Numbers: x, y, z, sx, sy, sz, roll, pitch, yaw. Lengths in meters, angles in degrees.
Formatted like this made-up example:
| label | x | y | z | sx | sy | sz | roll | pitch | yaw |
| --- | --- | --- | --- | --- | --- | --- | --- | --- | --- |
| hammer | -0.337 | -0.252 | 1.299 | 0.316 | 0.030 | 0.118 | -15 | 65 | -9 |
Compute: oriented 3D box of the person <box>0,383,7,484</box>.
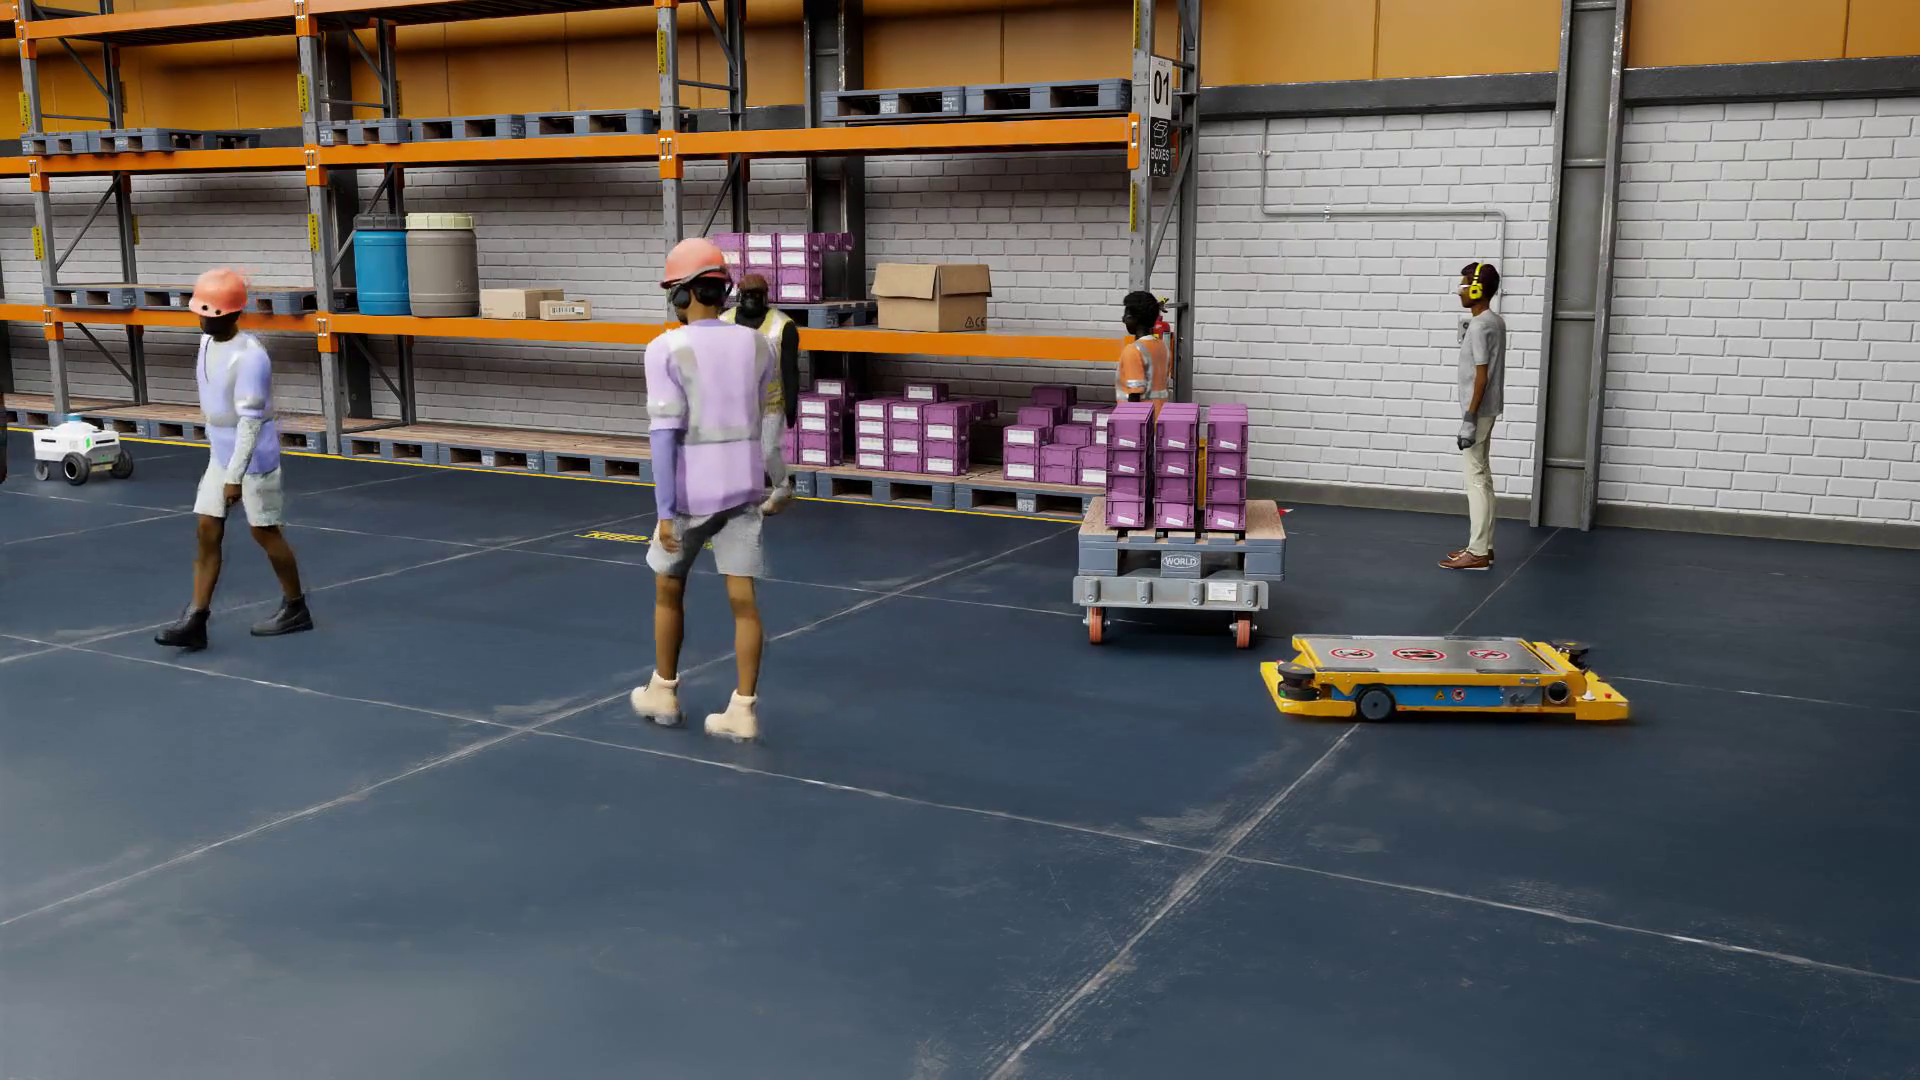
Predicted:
| label | x | y | z | sx | sy | sz | roll | pitch | yaw |
| --- | --- | --- | --- | --- | --- | --- | --- | --- | --- |
| person | -5.303 | -0.488 | 8.695 | 0.609 | 1.874 | 0.597 | -4 | 11 | -23 |

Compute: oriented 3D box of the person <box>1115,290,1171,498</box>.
| label | x | y | z | sx | sy | sz | roll | pitch | yaw |
| --- | --- | --- | --- | --- | --- | --- | --- | --- | --- |
| person | 1.118 | -0.680 | 10.236 | 0.317 | 1.697 | 0.540 | 5 | 12 | 28 |

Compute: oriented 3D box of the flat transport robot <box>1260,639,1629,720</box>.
| label | x | y | z | sx | sy | sz | roll | pitch | yaw |
| --- | --- | --- | --- | --- | --- | --- | --- | --- | --- |
| flat transport robot | 2.065 | 0.586 | 7.213 | 1.431 | 0.197 | 0.652 | 0 | 10 | 3 |

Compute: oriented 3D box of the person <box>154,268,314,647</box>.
| label | x | y | z | sx | sy | sz | roll | pitch | yaw |
| --- | --- | --- | --- | --- | --- | --- | --- | --- | --- |
| person | -3.606 | -0.386 | 8.135 | 0.602 | 1.877 | 0.910 | 7 | 13 | 34 |

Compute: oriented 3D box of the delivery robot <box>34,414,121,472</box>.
| label | x | y | z | sx | sy | sz | roll | pitch | yaw |
| --- | --- | --- | --- | --- | --- | --- | --- | --- | --- |
| delivery robot | -7.334 | -0.806 | 13.808 | 0.707 | 0.478 | 0.477 | 5 | 11 | 25 |

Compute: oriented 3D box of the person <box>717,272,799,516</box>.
| label | x | y | z | sx | sy | sz | roll | pitch | yaw |
| --- | --- | --- | --- | --- | --- | --- | --- | --- | --- |
| person | -1.420 | -0.980 | 11.662 | 0.658 | 1.794 | 0.878 | 1 | 10 | 7 |

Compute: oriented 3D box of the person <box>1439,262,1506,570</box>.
| label | x | y | z | sx | sy | sz | roll | pitch | yaw |
| --- | --- | --- | --- | --- | --- | --- | --- | --- | --- |
| person | 3.144 | -0.749 | 10.150 | 0.311 | 1.869 | 0.532 | 5 | 12 | 28 |

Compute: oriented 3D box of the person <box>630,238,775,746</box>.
| label | x | y | z | sx | sy | sz | roll | pitch | yaw |
| --- | --- | --- | --- | --- | --- | --- | --- | --- | --- |
| person | -1.075 | -0.208 | 6.772 | 0.607 | 2.008 | 0.858 | -8 | 13 | -38 |
